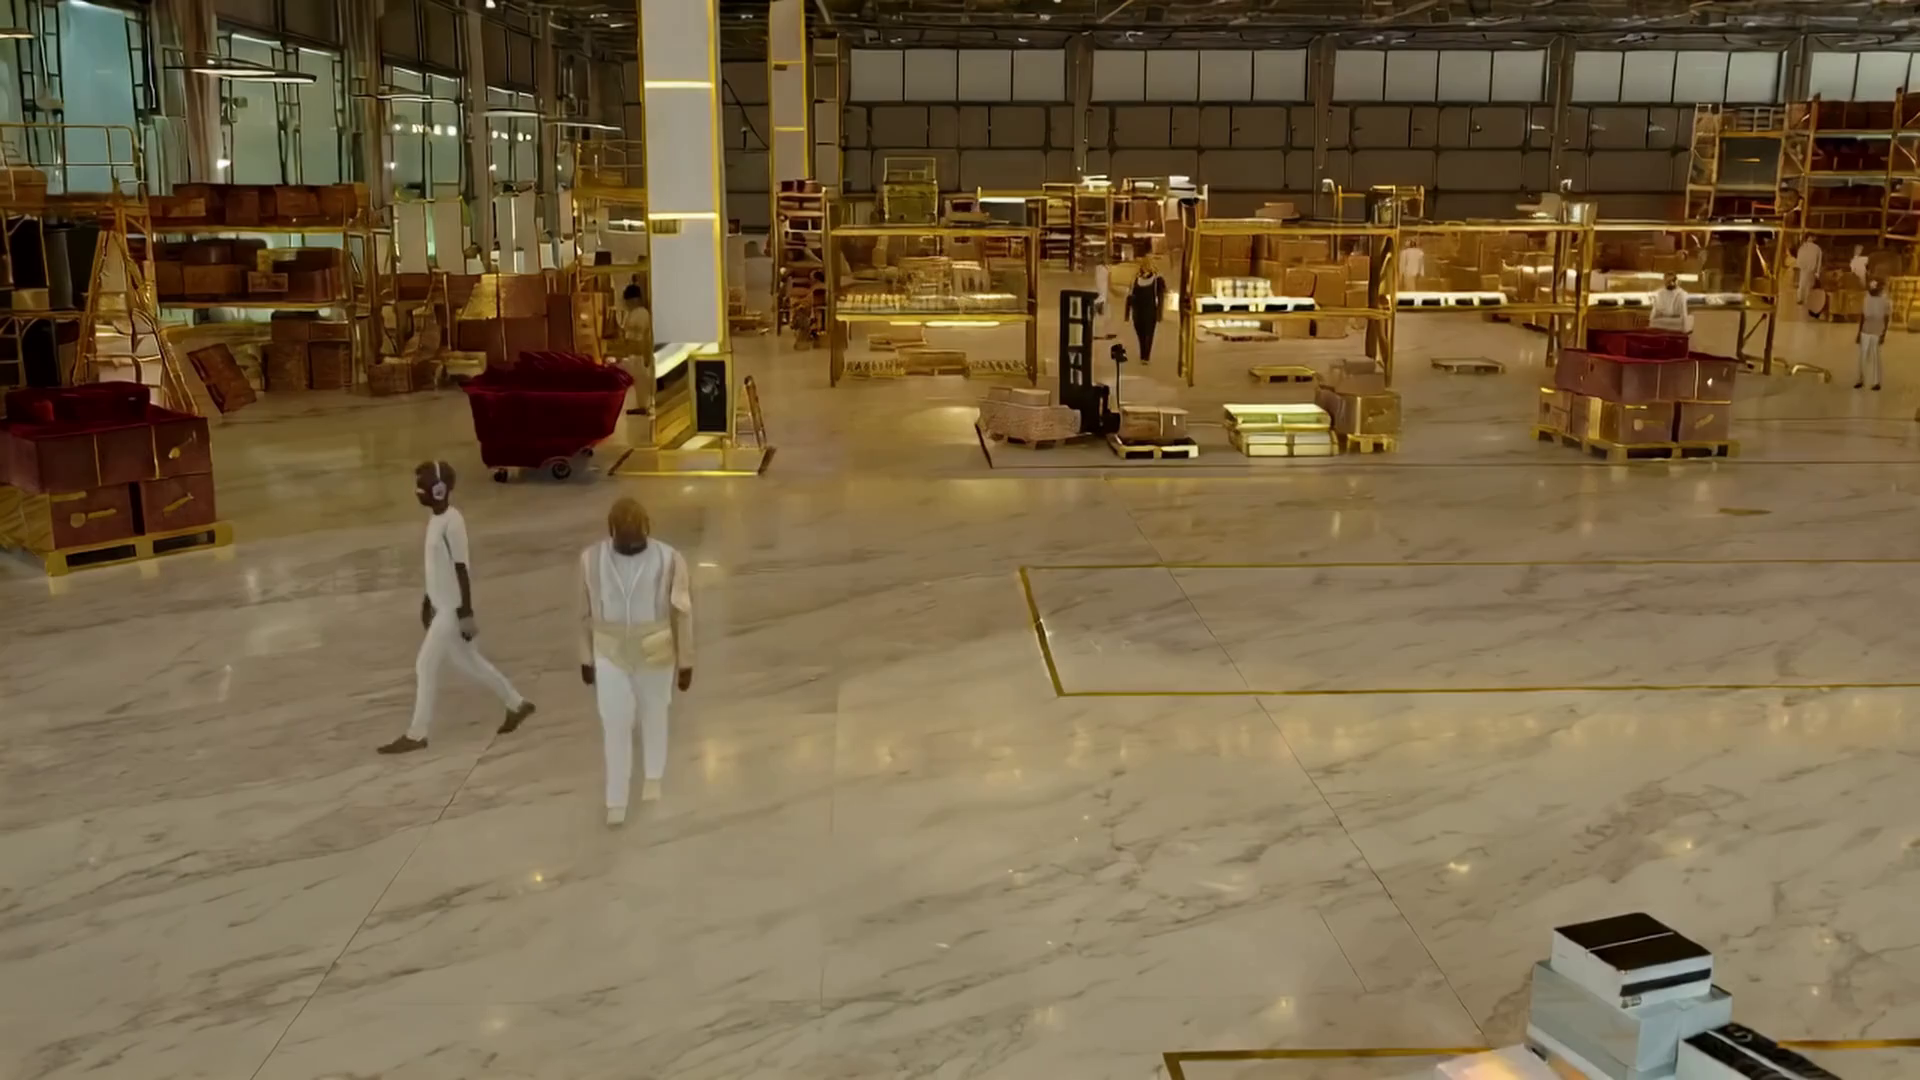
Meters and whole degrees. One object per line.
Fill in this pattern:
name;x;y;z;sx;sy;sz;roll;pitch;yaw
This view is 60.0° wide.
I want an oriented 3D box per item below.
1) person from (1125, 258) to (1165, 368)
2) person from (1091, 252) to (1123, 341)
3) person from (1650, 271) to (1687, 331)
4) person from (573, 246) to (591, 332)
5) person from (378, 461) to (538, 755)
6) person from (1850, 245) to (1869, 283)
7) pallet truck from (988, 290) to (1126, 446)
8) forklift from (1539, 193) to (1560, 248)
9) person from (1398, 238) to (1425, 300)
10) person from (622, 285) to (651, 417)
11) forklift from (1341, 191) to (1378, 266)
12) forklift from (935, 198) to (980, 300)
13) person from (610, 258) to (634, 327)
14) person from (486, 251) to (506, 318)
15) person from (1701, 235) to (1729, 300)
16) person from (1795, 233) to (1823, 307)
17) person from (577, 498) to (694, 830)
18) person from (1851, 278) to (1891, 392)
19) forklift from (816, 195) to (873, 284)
person;3.429;-4.258;30.859;0.687;2.000;1.039;4;13;19
person;3.061;-5.143;35.199;0.902;1.881;0.715;-2;13;-8
person;12.114;-3.659;28.510;0.353;1.883;0.573;-12;17;-43
person;-8.422;-5.593;37.143;0.370;1.927;0.588;-5;13;-21
person;-3.144;0.396;10.349;0.967;1.834;0.532;-6;14;-24
person;23.464;-6.842;43.367;0.536;1.666;0.780;-5;13;-21
pallet truck;1.257;-2.299;22.111;1.885;1.965;0.823;-9;15;-35
forklift;20.357;-10.603;57.595;1.873;2.768;1.129;0;12;-2
person;11.603;-6.802;42.711;0.651;1.890;1.034;-4;13;-16
person;-4.735;-2.769;24.394;0.383;1.924;0.594;-8;15;-32
forklift;15.495;-11.774;62.879;1.873;2.768;1.129;5;14;22
forklift;0.062;-8.114;46.357;1.129;2.768;1.873;4;13;17
person;-7.561;-5.489;37.301;0.531;1.652;0.834;-4;13;-18
person;-11.439;-6.267;40.864;0.529;1.629;0.323;11;17;42
person;20.382;-7.305;44.962;0.643;1.887;1.009;4;13;18
person;22.667;-7.214;44.463;0.621;1.942;1.009;9;16;37
person;-1.789;0.674;9.139;0.654;1.794;0.927;-1;13;-5
person;14.949;-3.364;27.245;0.325;1.860;0.507;-6;14;-24
forklift;-3.853;-9.485;52.547;1.873;2.768;1.129;-7;14;-29
